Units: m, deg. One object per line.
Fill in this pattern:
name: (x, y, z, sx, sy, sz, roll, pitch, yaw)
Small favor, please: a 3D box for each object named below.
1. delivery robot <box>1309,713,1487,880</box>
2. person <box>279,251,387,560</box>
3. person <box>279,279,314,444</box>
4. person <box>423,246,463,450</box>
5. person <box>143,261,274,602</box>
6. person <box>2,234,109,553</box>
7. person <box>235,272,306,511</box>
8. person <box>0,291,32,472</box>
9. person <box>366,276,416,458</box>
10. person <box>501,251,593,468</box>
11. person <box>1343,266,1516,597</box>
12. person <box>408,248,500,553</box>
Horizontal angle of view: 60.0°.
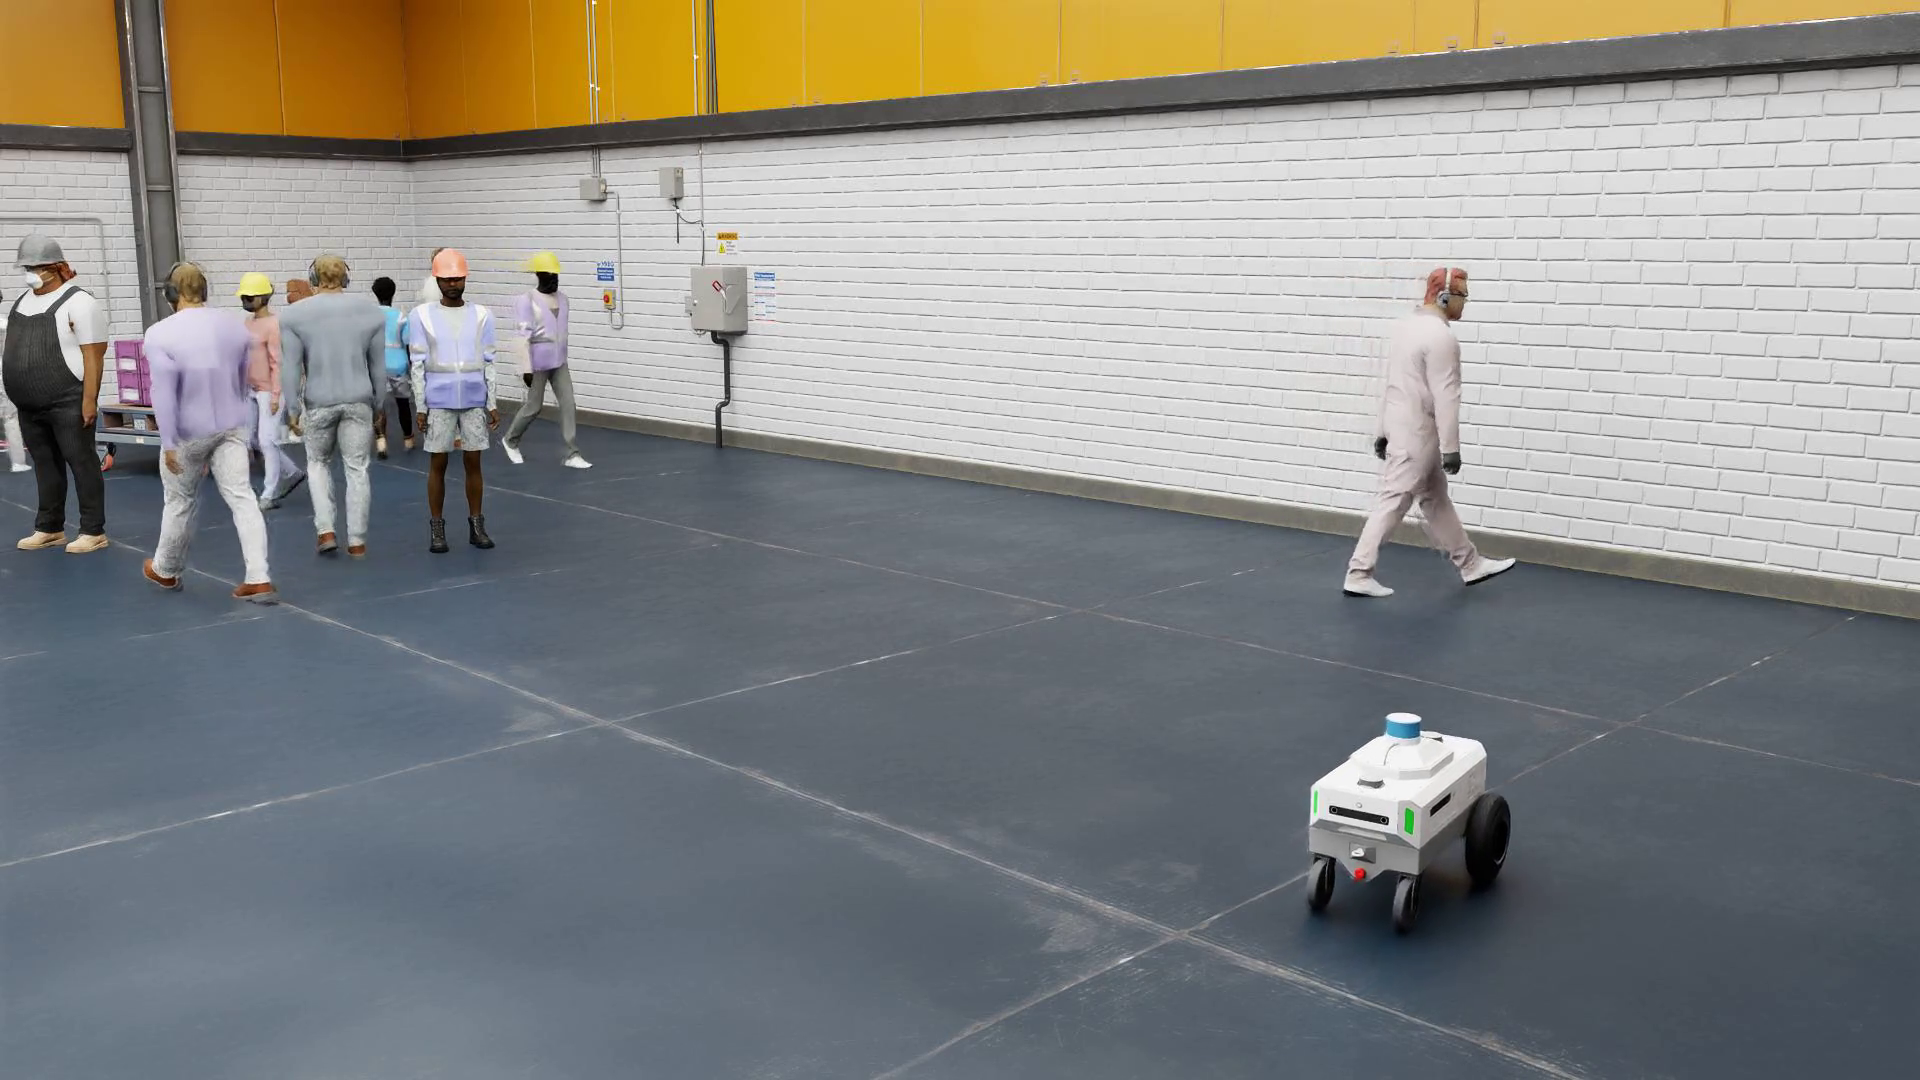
delivery robot: (1.353, 0.776, 5.111, 0.477, 0.478, 0.707, 7, 12, 34)
person: (-3.910, -0.836, 10.444, 0.635, 1.921, 0.592, -5, 11, -23)
person: (-6.293, -1.735, 16.180, 0.747, 1.607, 0.500, -5, 12, -26)
person: (-4.793, -1.792, 15.663, 0.453, 1.918, 0.661, 0, 10, 3)
person: (-4.214, -0.595, 9.248, 1.062, 1.881, 0.629, 8, 13, 36)
person: (-5.803, -0.929, 10.612, 0.678, 2.000, 0.537, 4, 11, 19)
person: (-5.133, -1.099, 12.304, 0.568, 1.760, 0.459, 10, 15, 44)
person: (-8.157, -1.335, 13.984, 0.523, 1.620, 0.687, -1, 10, -4)
person: (-5.272, -1.597, 15.305, 0.533, 1.653, 0.889, -3, 11, -16)
person: (-3.671, -1.573, 14.548, 0.899, 1.897, 0.597, 7, 12, 32)
person: (2.633, -0.586, 9.279, 1.031, 1.843, 0.708, 0, 10, -2)
person: (-3.228, -0.890, 10.676, 0.545, 1.939, 0.374, -5, 12, -27)
